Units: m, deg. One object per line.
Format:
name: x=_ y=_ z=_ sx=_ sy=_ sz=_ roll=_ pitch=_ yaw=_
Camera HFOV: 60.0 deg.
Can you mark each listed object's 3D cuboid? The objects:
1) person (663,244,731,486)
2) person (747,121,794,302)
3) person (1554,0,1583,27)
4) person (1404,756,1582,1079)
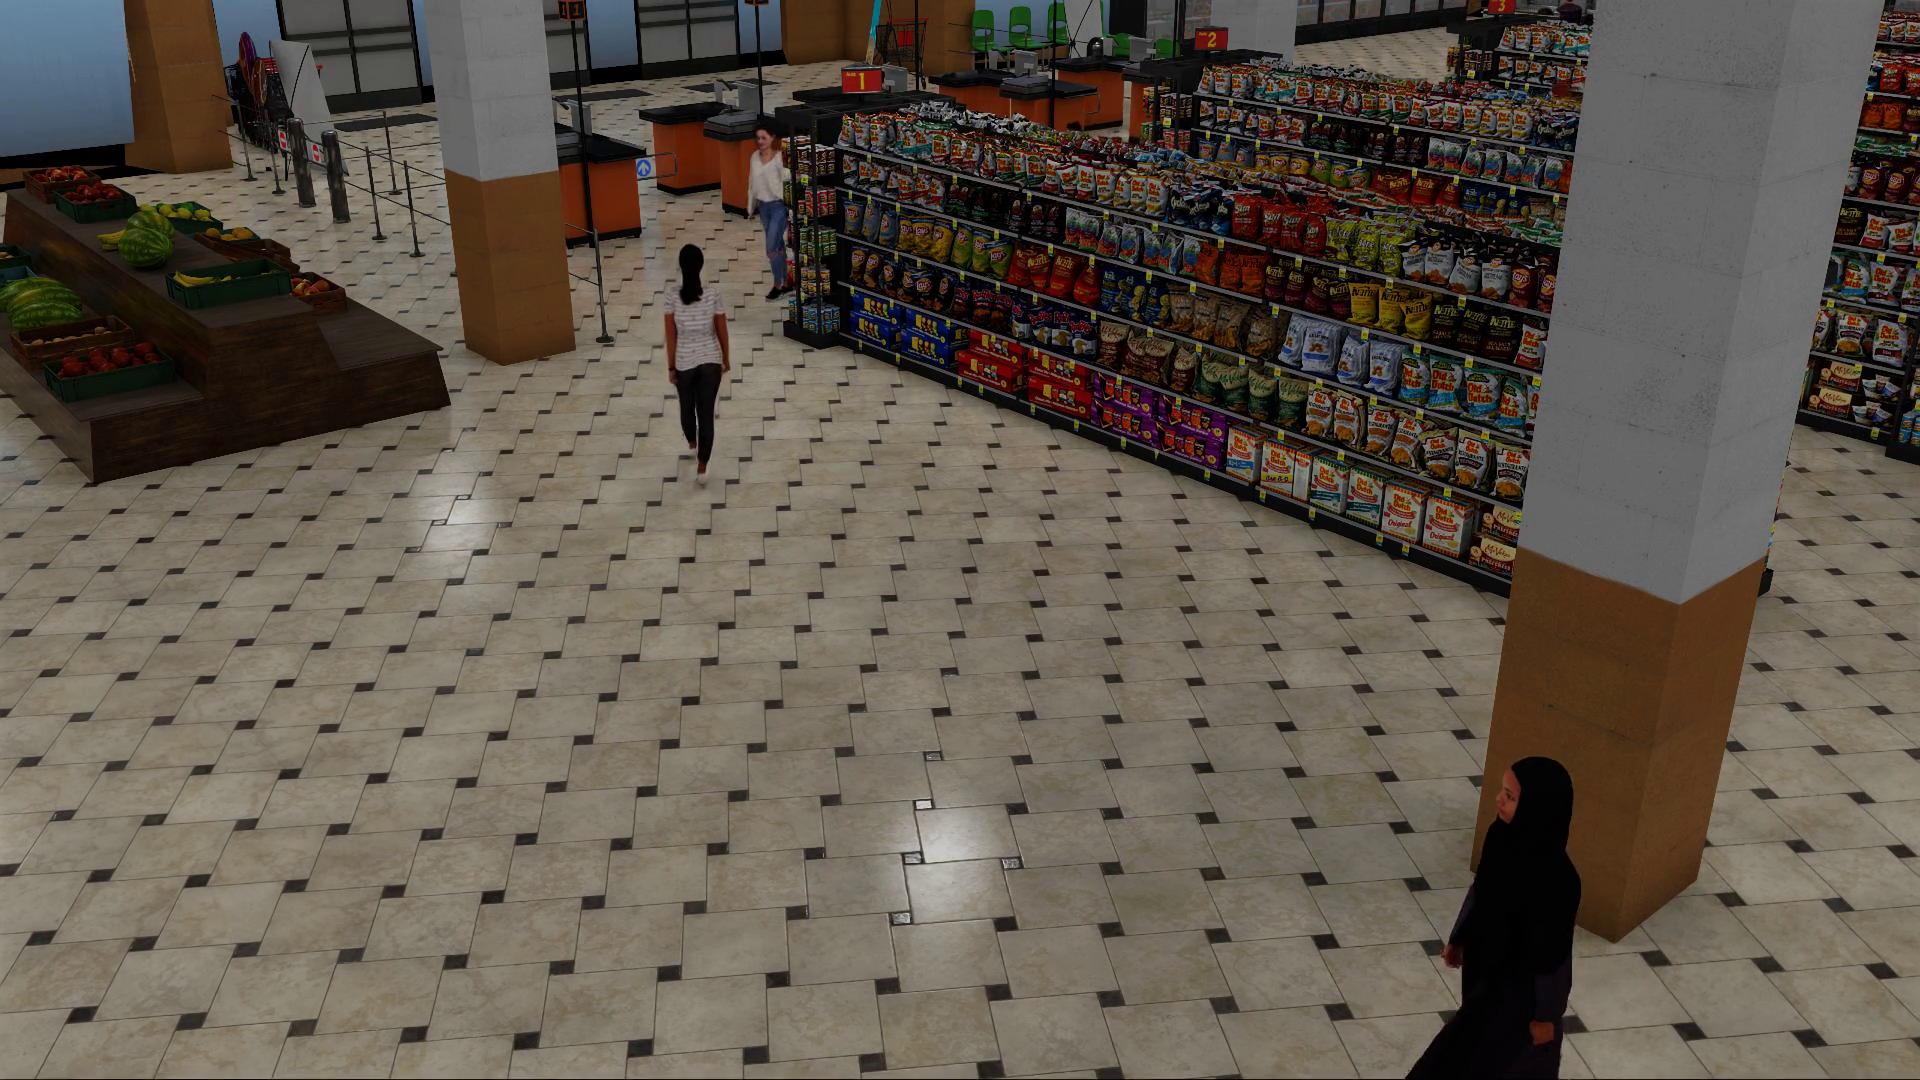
person: x=-1.784 y=-1.157 z=11.303 sx=0.901 sy=1.611 sz=1.068 roll=-3 pitch=24 yaw=-7
person: x=-1.699 y=-3.099 z=15.664 sx=0.689 sy=1.672 sz=0.812 roll=16 pitch=28 yaw=33
person: x=9.417 y=-7.694 z=25.945 sx=0.737 sy=1.848 sz=0.727 roll=-5 pitch=24 yaw=-12
person: x=1.882 y=1.418 z=5.424 sx=1.036 sy=1.607 sz=1.024 roll=-1 pitch=24 yaw=-2
